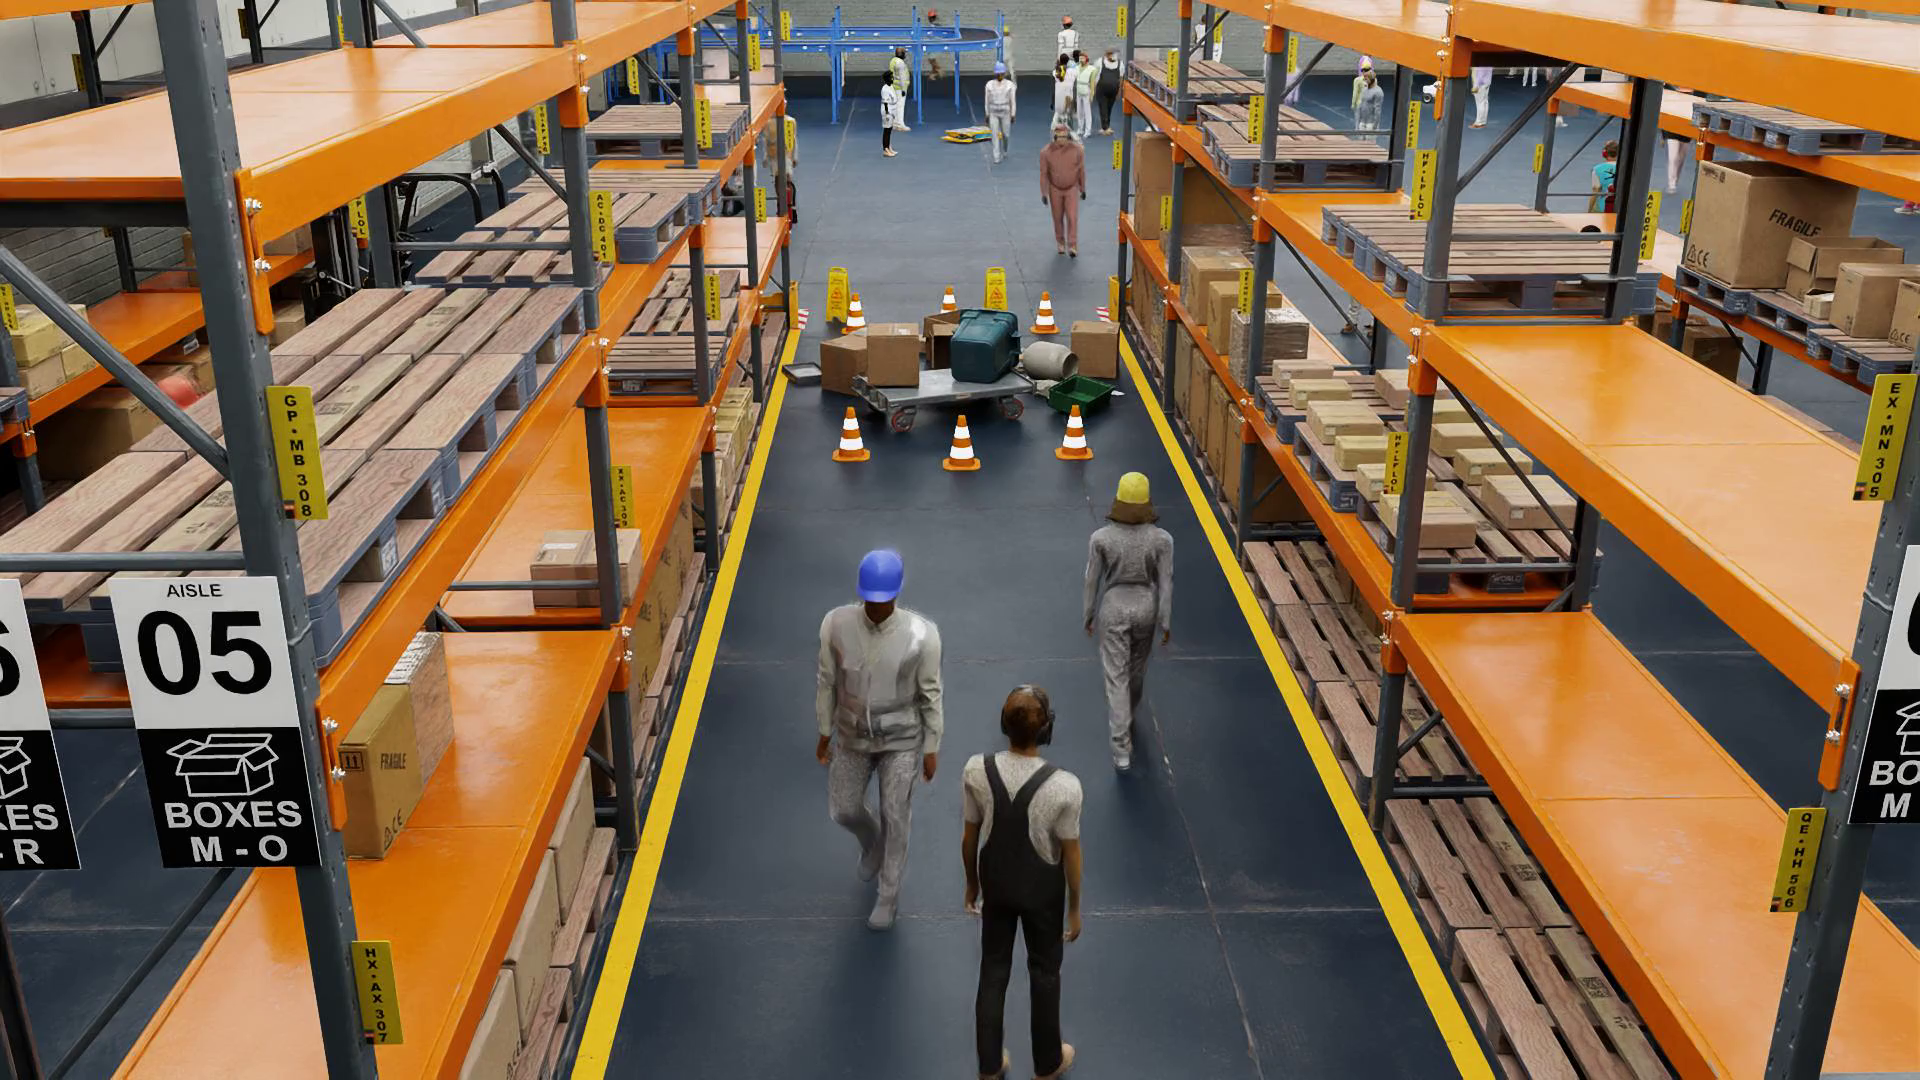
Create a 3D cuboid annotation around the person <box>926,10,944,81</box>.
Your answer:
[{"bbox_3d":[-0.718,-14.376,48.391,0.605,2.017,0.702,-18,27,-40],"label":"person"}]

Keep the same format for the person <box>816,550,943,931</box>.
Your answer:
[{"bbox_3d":[-0.381,0.932,8.030,0.633,1.934,0.511,4,21,12],"label":"person"}]

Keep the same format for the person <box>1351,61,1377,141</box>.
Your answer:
[{"bbox_3d":[8.461,-9.151,34.926,0.533,1.767,0.325,-5,21,-12],"label":"person"}]

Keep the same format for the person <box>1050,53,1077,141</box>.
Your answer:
[{"bbox_3d":[2.179,-9.222,34.900,0.589,1.920,0.392,-10,23,-24],"label":"person"}]

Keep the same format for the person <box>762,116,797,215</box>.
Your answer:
[{"bbox_3d":[-2.933,-6.229,27.001,0.551,1.916,0.513,2,21,5],"label":"person"}]

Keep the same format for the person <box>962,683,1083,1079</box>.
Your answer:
[{"bbox_3d":[0.261,1.443,6.827,0.512,1.845,0.388,8,22,20],"label":"person"}]

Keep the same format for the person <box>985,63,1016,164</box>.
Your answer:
[{"bbox_3d":[0.789,-8.409,32.725,0.603,1.934,0.640,2,21,5],"label":"person"}]

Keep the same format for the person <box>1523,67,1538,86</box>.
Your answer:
[{"bbox_3d":[16.260,-13.785,47.212,0.499,1.744,0.306,9,22,22],"label":"person"}]

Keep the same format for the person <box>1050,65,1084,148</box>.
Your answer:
[{"bbox_3d":[2.088,-8.566,33.292,0.877,1.832,0.532,-13,25,-32],"label":"person"}]

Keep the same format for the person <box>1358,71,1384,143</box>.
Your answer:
[{"bbox_3d":[7.628,-7.771,31.059,0.387,1.927,0.638,-7,22,-17],"label":"person"}]

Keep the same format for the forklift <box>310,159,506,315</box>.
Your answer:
[{"bbox_3d":[-5.622,-2.910,17.832,2.313,2.155,1.214,-1,21,-1],"label":"forklift"}]

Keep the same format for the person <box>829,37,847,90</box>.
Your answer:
[{"bbox_3d":[-3.384,-13.359,46.231,0.498,1.633,0.279,-1,21,-4],"label":"person"}]

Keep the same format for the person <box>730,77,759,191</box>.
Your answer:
[{"bbox_3d":[-3.825,-7.129,29.260,0.619,1.992,0.396,7,22,19],"label":"person"}]

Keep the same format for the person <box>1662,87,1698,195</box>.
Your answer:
[{"bbox_3d":[12.699,-7.119,29.310,0.620,1.954,0.995,6,21,14],"label":"person"}]

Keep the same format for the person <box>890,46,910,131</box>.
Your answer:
[{"bbox_3d":[-1.359,-10.205,37.611,0.430,1.840,0.624,-8,22,-20],"label":"person"}]

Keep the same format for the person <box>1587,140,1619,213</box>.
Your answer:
[{"bbox_3d":[8.641,-4.395,22.248,0.570,1.839,0.373,-7,22,-17],"label":"person"}]

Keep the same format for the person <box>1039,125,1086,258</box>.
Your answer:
[{"bbox_3d":[1.463,-4.972,23.740,0.668,1.859,0.919,1,21,3],"label":"person"}]

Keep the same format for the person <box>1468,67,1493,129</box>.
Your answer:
[{"bbox_3d":[11.887,-10.350,37.852,0.356,1.938,0.638,16,26,35],"label":"person"}]

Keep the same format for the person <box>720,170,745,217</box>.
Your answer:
[{"bbox_3d":[-3.734,-6.045,26.524,0.636,1.897,0.596,-15,25,-34],"label":"person"}]

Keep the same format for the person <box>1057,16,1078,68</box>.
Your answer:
[{"bbox_3d":[2.879,-13.055,44.856,0.607,2.044,0.378,-11,24,-27],"label":"person"}]

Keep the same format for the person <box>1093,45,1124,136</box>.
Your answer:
[{"bbox_3d":[3.251,-9.984,36.743,0.745,2.000,1.007,-3,21,-8],"label":"person"}]

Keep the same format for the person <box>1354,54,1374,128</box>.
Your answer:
[{"bbox_3d":[9.219,-10.317,37.760,0.353,1.942,0.545,-4,21,-9],"label":"person"}]

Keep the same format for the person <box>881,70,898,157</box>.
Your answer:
[{"bbox_3d":[-1.436,-8.619,33.614,0.318,1.697,0.535,3,21,9],"label":"person"}]

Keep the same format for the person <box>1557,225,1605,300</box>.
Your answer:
[{"bbox_3d":[5.934,-2.079,16.018,0.588,1.920,0.391,-6,21,-15],"label":"person"}]

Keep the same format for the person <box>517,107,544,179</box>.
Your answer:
[{"bbox_3d":[-7.378,-6.866,28.806,0.602,1.826,0.404,17,26,37],"label":"person"}]

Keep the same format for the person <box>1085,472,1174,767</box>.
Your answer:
[{"bbox_3d":[0.980,0.428,9.694,0.496,1.700,0.917,0,21,0],"label":"person"}]

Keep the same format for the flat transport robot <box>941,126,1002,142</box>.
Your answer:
[{"bbox_3d":[0.298,-8.815,36.115,0.652,0.197,1.431,18,27,39],"label":"flat transport robot"}]

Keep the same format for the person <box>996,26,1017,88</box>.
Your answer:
[{"bbox_3d":[1.261,-13.479,46.456,0.496,1.691,0.928,-18,27,-39],"label":"person"}]

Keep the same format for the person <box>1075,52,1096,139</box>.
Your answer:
[{"bbox_3d":[2.720,-9.724,36.344,0.394,1.836,0.560,-17,27,-38],"label":"person"}]

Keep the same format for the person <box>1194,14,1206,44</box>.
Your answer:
[{"bbox_3d":[7.179,-14.570,49.135,0.564,1.846,0.390,13,24,30],"label":"person"}]
